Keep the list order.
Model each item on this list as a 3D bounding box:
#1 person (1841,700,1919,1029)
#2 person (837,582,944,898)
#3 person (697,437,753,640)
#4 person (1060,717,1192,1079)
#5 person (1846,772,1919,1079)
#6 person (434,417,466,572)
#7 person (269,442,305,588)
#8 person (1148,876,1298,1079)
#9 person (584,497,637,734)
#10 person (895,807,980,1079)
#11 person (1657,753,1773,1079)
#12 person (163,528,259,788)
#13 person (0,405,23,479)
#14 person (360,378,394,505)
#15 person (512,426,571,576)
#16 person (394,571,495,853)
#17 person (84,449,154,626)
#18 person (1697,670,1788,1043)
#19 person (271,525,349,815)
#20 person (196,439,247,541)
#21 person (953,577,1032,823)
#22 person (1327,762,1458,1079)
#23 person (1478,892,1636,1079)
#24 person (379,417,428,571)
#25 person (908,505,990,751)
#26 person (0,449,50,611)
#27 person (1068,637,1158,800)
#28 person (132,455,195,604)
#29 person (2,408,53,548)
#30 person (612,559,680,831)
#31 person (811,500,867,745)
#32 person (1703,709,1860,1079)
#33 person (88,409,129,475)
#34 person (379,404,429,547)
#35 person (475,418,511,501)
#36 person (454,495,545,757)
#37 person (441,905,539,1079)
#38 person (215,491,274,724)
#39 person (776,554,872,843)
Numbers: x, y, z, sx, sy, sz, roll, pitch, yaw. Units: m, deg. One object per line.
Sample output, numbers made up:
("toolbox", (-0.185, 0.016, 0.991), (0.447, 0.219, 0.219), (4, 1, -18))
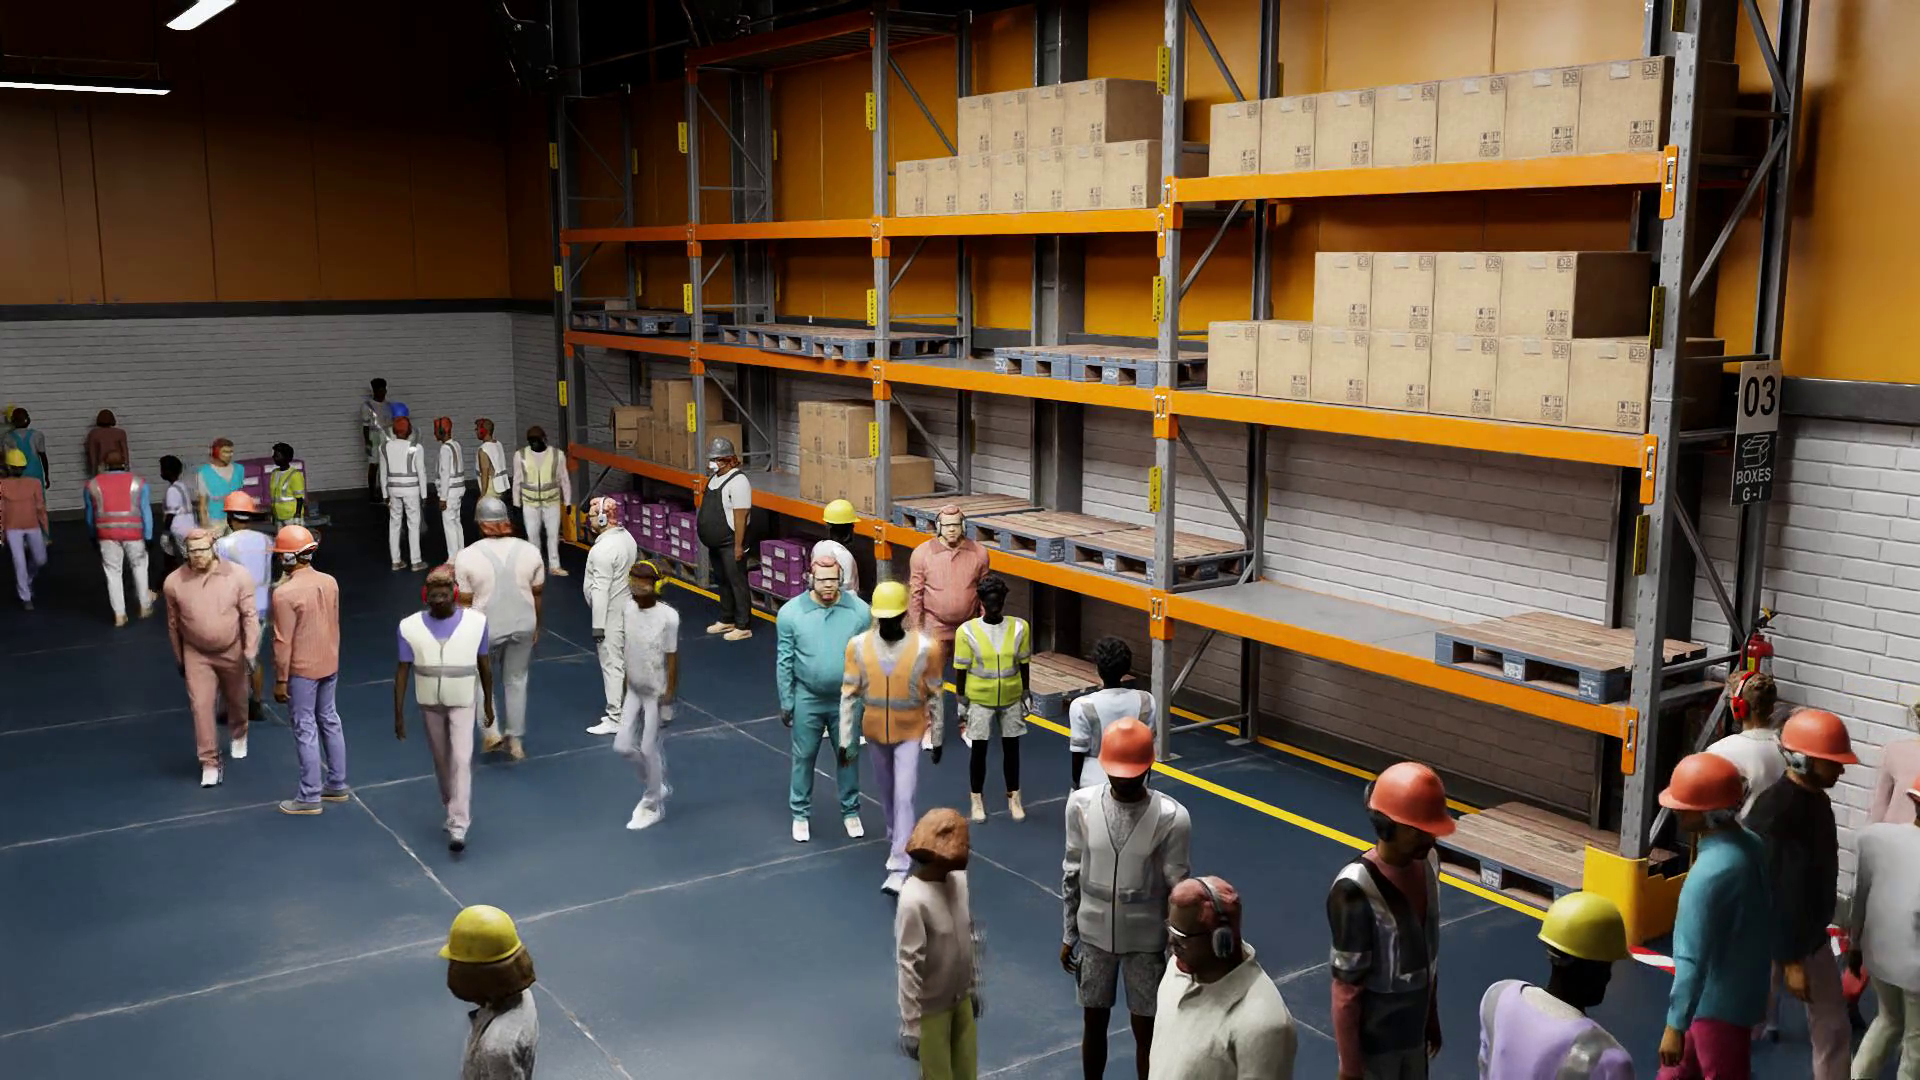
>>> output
("person", (4.700, 1.548, 8.243), (0.881, 1.726, 0.527), (-1, 10, -9))
("person", (-0.429, 1.176, 10.005), (0.613, 1.872, 0.993), (2, 10, 13))
("person", (-2.357, -0.030, 16.594), (0.536, 2.000, 0.683), (-6, 12, -33))
("person", (0.684, 1.668, 6.975), (0.550, 1.925, 0.389), (4, 10, 21))
("person", (4.001, 1.763, 6.951), (0.372, 1.737, 0.581), (-4, 10, -20))
("person", (-6.186, -0.554, 20.159), (0.359, 1.879, 0.586), (-1, 10, -4))
("person", (-7.696, -0.271, 19.021), (0.535, 1.697, 0.318), (6, 11, 31))
("person", (0.780, 1.975, 5.266), (0.399, 1.897, 0.652), (-3, 10, -19))
("person", (-2.807, 0.598, 13.329), (0.399, 1.900, 0.644), (1, 10, 8))
("person", (-0.063, 1.878, 6.670), (0.494, 1.603, 0.565), (7, 12, 35))
("person", (2.936, 1.773, 6.441), (0.956, 1.947, 0.661), (8, 12, 39))
("person", (-5.486, 0.806, 12.259), (0.634, 1.860, 0.994), (-4, 10, -20))
("person", (-12.833, -0.927, 22.533), (0.612, 1.806, 0.416), (4, 10, 22))
("person", (-8.935, -1.522, 25.616), (0.372, 1.958, 0.599), (6, 11, 30))
("person", (-4.949, -0.445, 19.688), (0.669, 1.826, 0.433), (-2, 10, -9))
("person", (-3.334, 1.091, 10.725), (0.594, 1.788, 0.972), (-2, 10, -10))
("person", (-8.770, -0.048, 17.394), (0.627, 1.801, 0.804), (-4, 10, -22))
("person", (3.794, 1.540, 7.991), (0.560, 1.836, 0.394), (-2, 10, -13))
("person", (-4.489, 0.881, 11.418), (0.408, 1.987, 0.614), (3, 10, 15))
("person", (-7.985, -0.196, 18.211), (0.853, 1.811, 0.605), (6, 12, 33))
("person", (0.223, 1.069, 11.182), (0.538, 1.686, 0.319), (-2, 10, -13))
("person", (1.578, 1.775, 6.037), (0.410, 2.033, 0.613), (10, 14, 44))
("person", (1.818, 1.997, 5.079), (0.400, 1.915, 0.591), (-4, 10, -22))
("person", (-6.740, -0.559, 20.176), (0.577, 1.882, 0.339), (1, 10, 6))
("person", (-0.070, 0.674, 12.852), (0.651, 1.907, 0.409), (-2, 10, -11))
("person", (-10.160, -0.124, 17.990), (0.532, 1.751, 0.539), (8, 12, 38))
("person", (0.850, 1.378, 9.330), (0.534, 1.700, 0.318), (-3, 10, -18))
("person", (-8.565, -0.087, 18.031), (0.875, 1.647, 0.551), (-3, 10, -19))
("person", (-12.191, -0.806, 21.742), (0.506, 1.839, 0.343), (-5, 11, -27))
("person", (-2.077, 1.023, 10.973), (0.550, 1.844, 0.387), (6, 11, 32))
("person", (-0.947, 0.641, 12.986), (0.369, 1.928, 0.586), (-6, 11, -31))
("person", (3.464, 1.651, 7.008), (0.620, 1.952, 0.969), (-7, 12, -36))
("person", (-12.156, -1.051, 23.781), (0.502, 1.631, 0.285), (-4, 11, -24))
("person", (-7.301, -0.853, 21.862), (0.598, 1.880, 1.056), (-6, 11, -30))
("person", (-5.728, -0.575, 20.407), (0.384, 1.838, 0.568), (1, 10, 4))
("person", (-3.494, 0.650, 12.604), (0.695, 2.000, 0.537), (-6, 11, -32))
("person", (-1.495, 2.022, 5.427), (0.319, 1.740, 0.488), (-2, 10, -11))
("person", (-5.854, 0.553, 13.522), (0.449, 1.917, 0.570), (5, 11, 29))
("person", (-0.869, 1.027, 10.829), (0.641, 1.898, 0.398), (-2, 10, -12))
